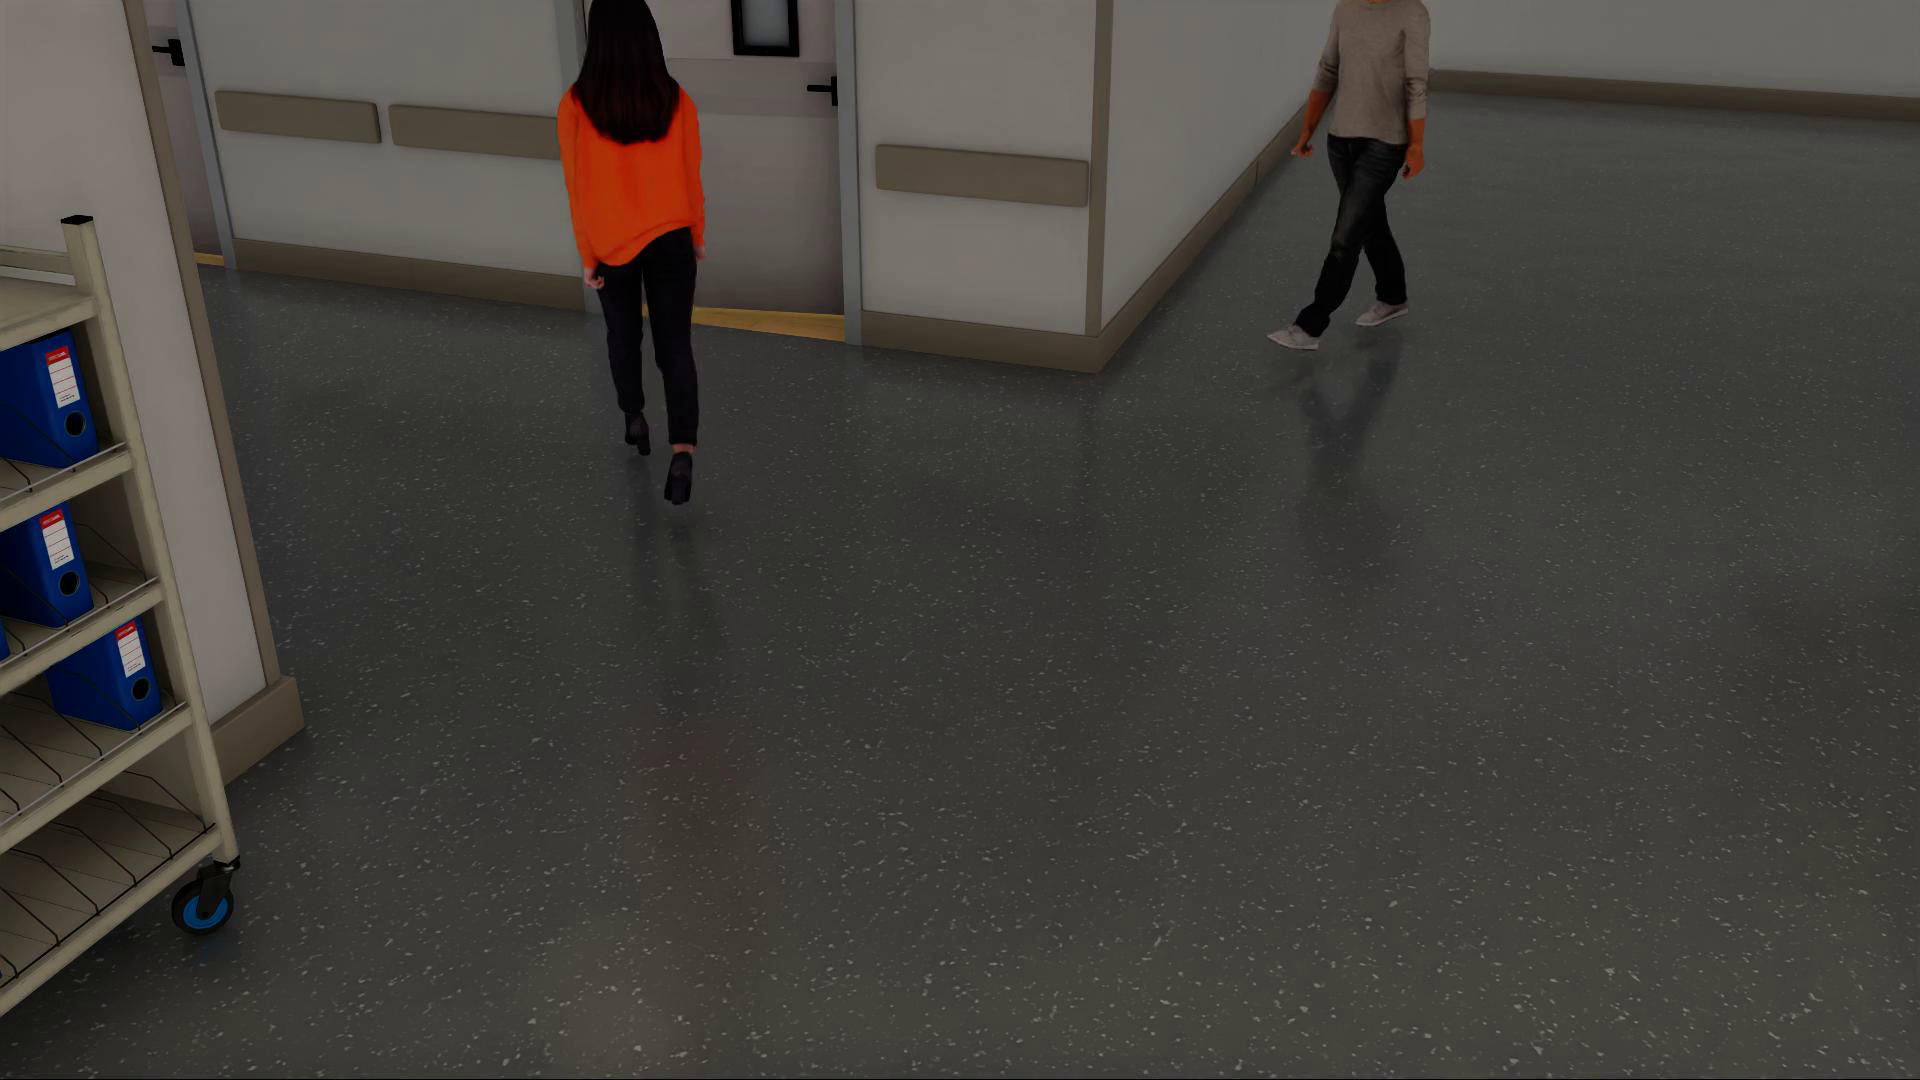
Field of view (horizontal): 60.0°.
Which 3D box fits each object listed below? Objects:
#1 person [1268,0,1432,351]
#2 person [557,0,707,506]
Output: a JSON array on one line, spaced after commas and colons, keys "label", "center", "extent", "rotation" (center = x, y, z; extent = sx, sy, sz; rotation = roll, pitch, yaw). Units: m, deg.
[{"label": "person", "center": [1.804, -1.694, 7.114], "extent": [1.244, 1.759, 1.094], "rotation": [-16, 30, -30]}, {"label": "person", "center": [-1.043, -0.926, 5.584], "extent": [1.044, 1.705, 1.192], "rotation": [-8, 27, -16]}]
